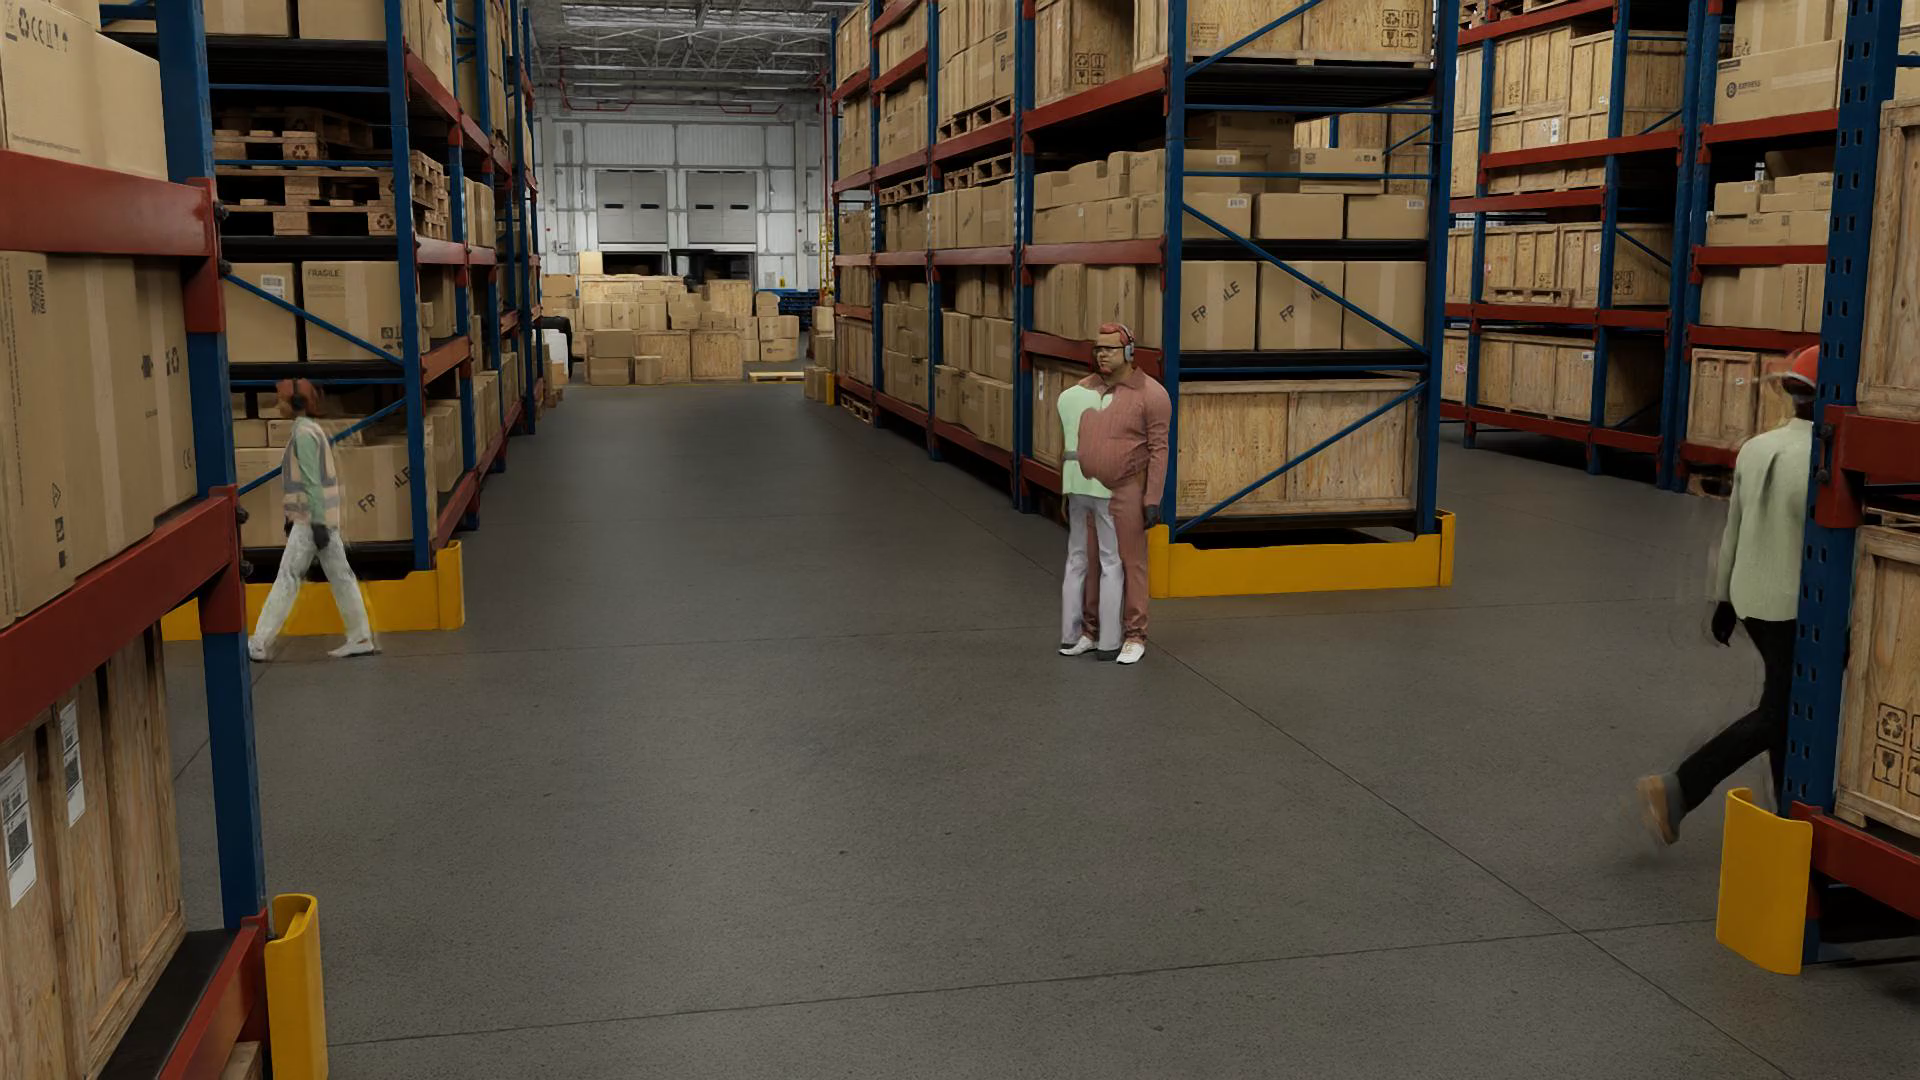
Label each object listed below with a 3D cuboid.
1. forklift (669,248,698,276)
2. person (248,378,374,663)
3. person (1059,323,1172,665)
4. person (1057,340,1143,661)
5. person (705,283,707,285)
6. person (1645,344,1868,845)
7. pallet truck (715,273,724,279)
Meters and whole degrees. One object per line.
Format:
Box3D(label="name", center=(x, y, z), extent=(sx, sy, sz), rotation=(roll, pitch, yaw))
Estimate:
Box3D(label="forklift", center=(-9.059, -8.182, 54.697), extent=(1.129, 2.768, 1.873), rotation=(-8, 12, -40))
Box3D(label="person", center=(-3.730, -0.099, 9.299), extent=(0.843, 1.592, 0.546), rotation=(-3, 10, -16))
Box3D(label="person", center=(0.851, -0.260, 9.363), extent=(0.639, 1.911, 0.406), rotation=(7, 12, 36))
Box3D(label="person", center=(0.787, -0.230, 9.416), extent=(0.565, 1.836, 0.396), rotation=(7, 11, 35))
Box3D(label="person", center=(-9.169, -8.449, 60.101), extent=(0.310, 1.638, 0.523), rotation=(1, 9, 8))
Box3D(label="person", center=(3.018, 0.237, 6.219), extent=(0.898, 1.957, 0.629), rotation=(-2, 9, -11))
Box3D(label="pallet truck", center=(-8.580, -8.986, 62.280), extent=(1.885, 1.965, 0.823), rotation=(1, 9, 5))
